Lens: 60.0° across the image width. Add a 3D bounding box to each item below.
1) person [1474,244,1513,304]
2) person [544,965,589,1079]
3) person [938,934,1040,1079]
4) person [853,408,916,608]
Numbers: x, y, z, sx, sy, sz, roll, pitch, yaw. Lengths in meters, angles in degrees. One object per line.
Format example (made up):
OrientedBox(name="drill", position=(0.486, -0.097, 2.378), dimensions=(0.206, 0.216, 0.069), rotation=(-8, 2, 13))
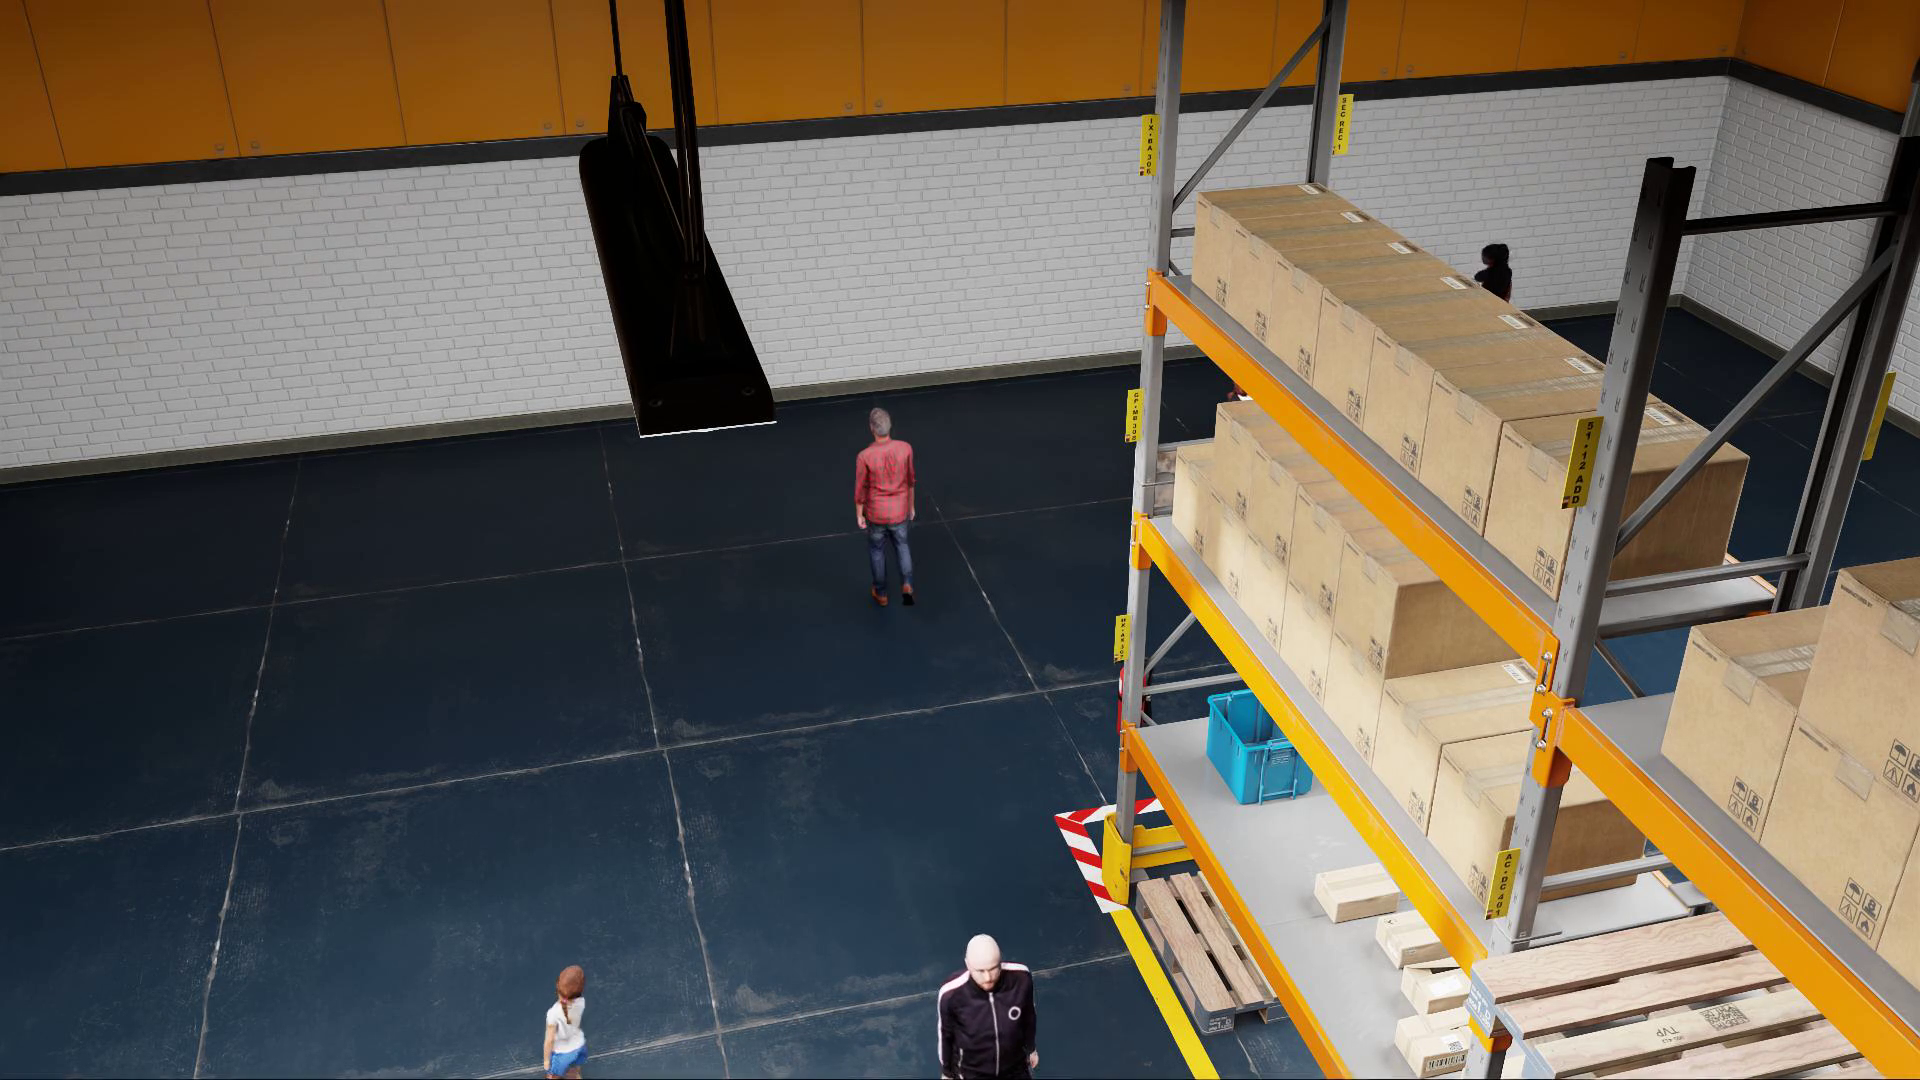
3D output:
OrientedBox(name="person", position=(5.722, -2.402, 18.009), dimensions=(0.668, 1.736, 0.575), rotation=(1, 29, 2))
OrientedBox(name="person", position=(-2.179, 2.824, 9.215), dimensions=(0.552, 0.982, 0.526), rotation=(13, 31, 23))
OrientedBox(name="person", position=(0.122, 2.670, 8.625), dimensions=(0.679, 1.817, 0.723), rotation=(-8, 30, -14))
OrientedBox(name="person", position=(-0.586, -0.208, 13.908), dimensions=(0.698, 1.812, 0.852), rotation=(-8, 30, -15))
